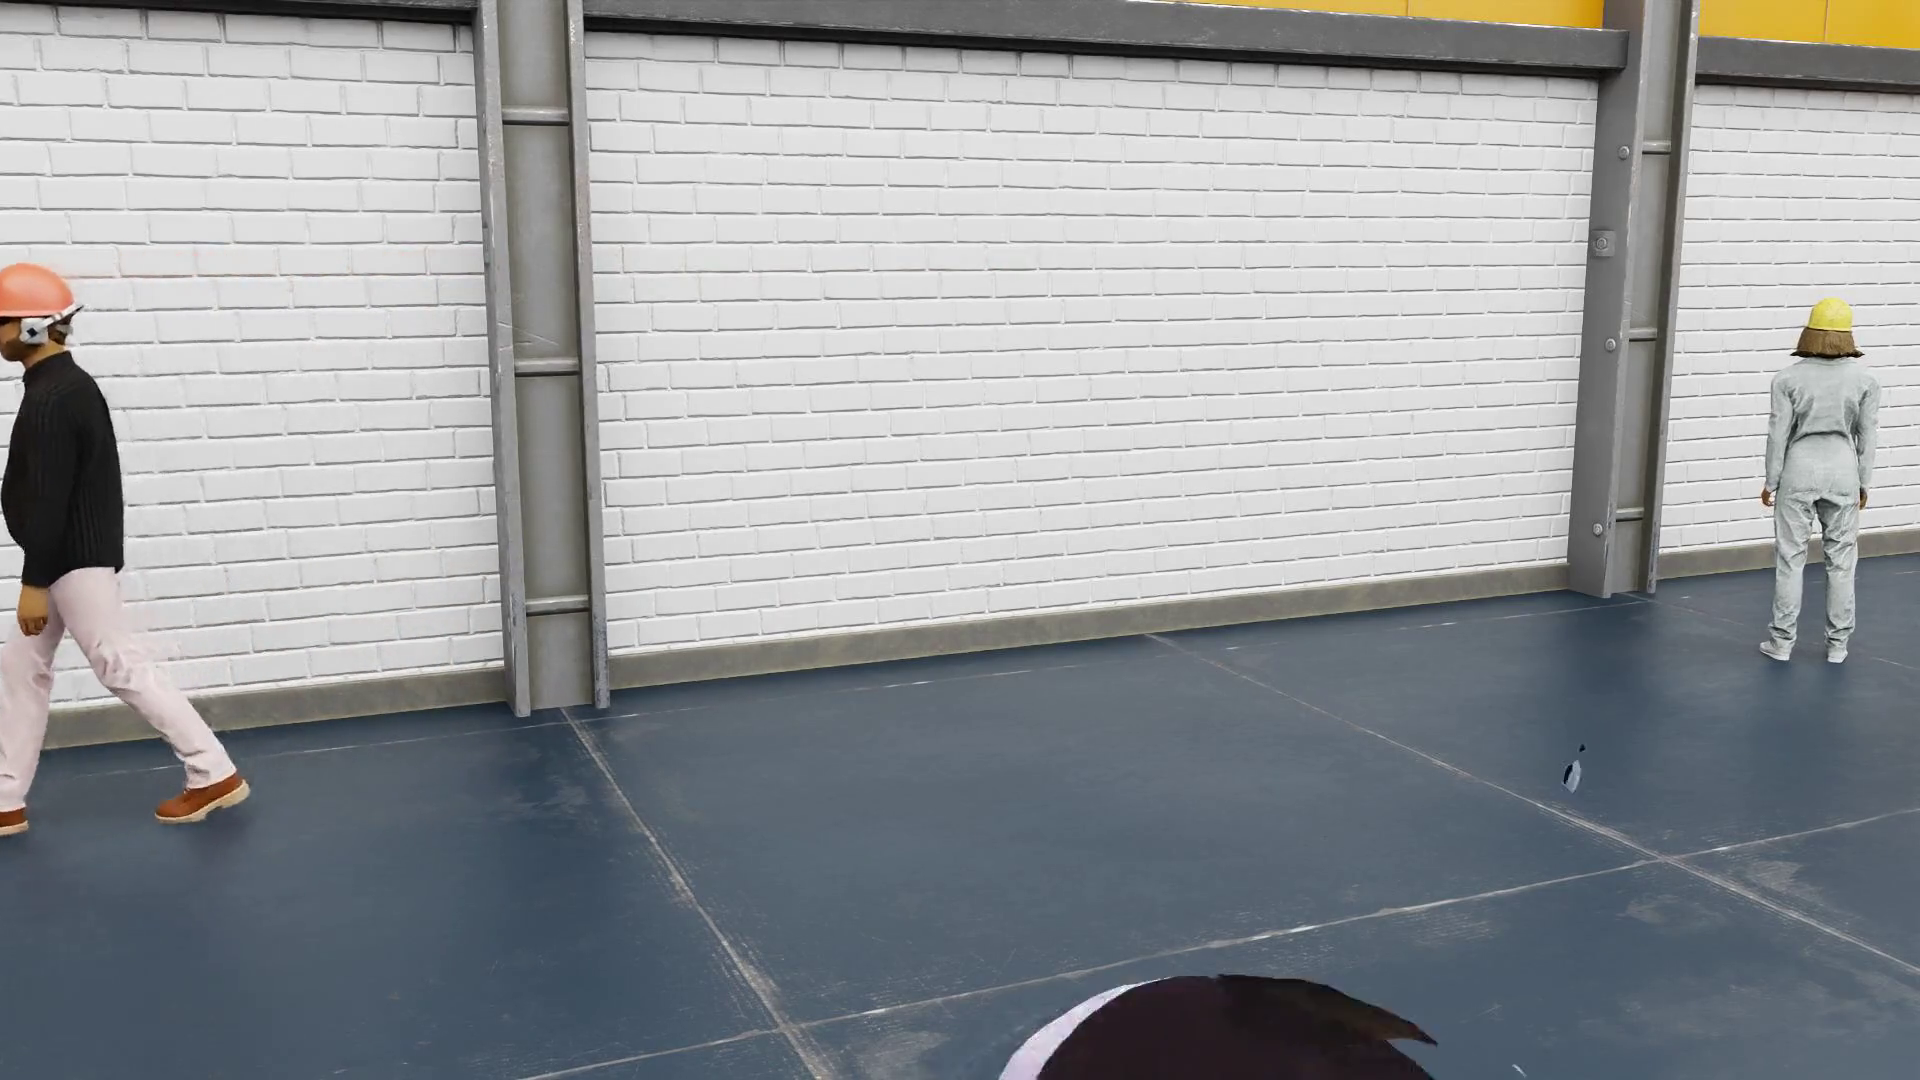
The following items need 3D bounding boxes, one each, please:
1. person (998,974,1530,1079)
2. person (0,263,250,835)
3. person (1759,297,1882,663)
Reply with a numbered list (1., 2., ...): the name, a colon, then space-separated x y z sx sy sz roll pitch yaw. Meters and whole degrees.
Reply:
1. person: 0.341 0.917 1.049 1.007 1.853 0.645 -7 12 -34
2. person: -2.964 0.051 5.591 1.009 1.951 0.630 -5 11 -24
3. person: 4.101 -0.280 7.965 0.484 1.745 0.297 3 11 15
